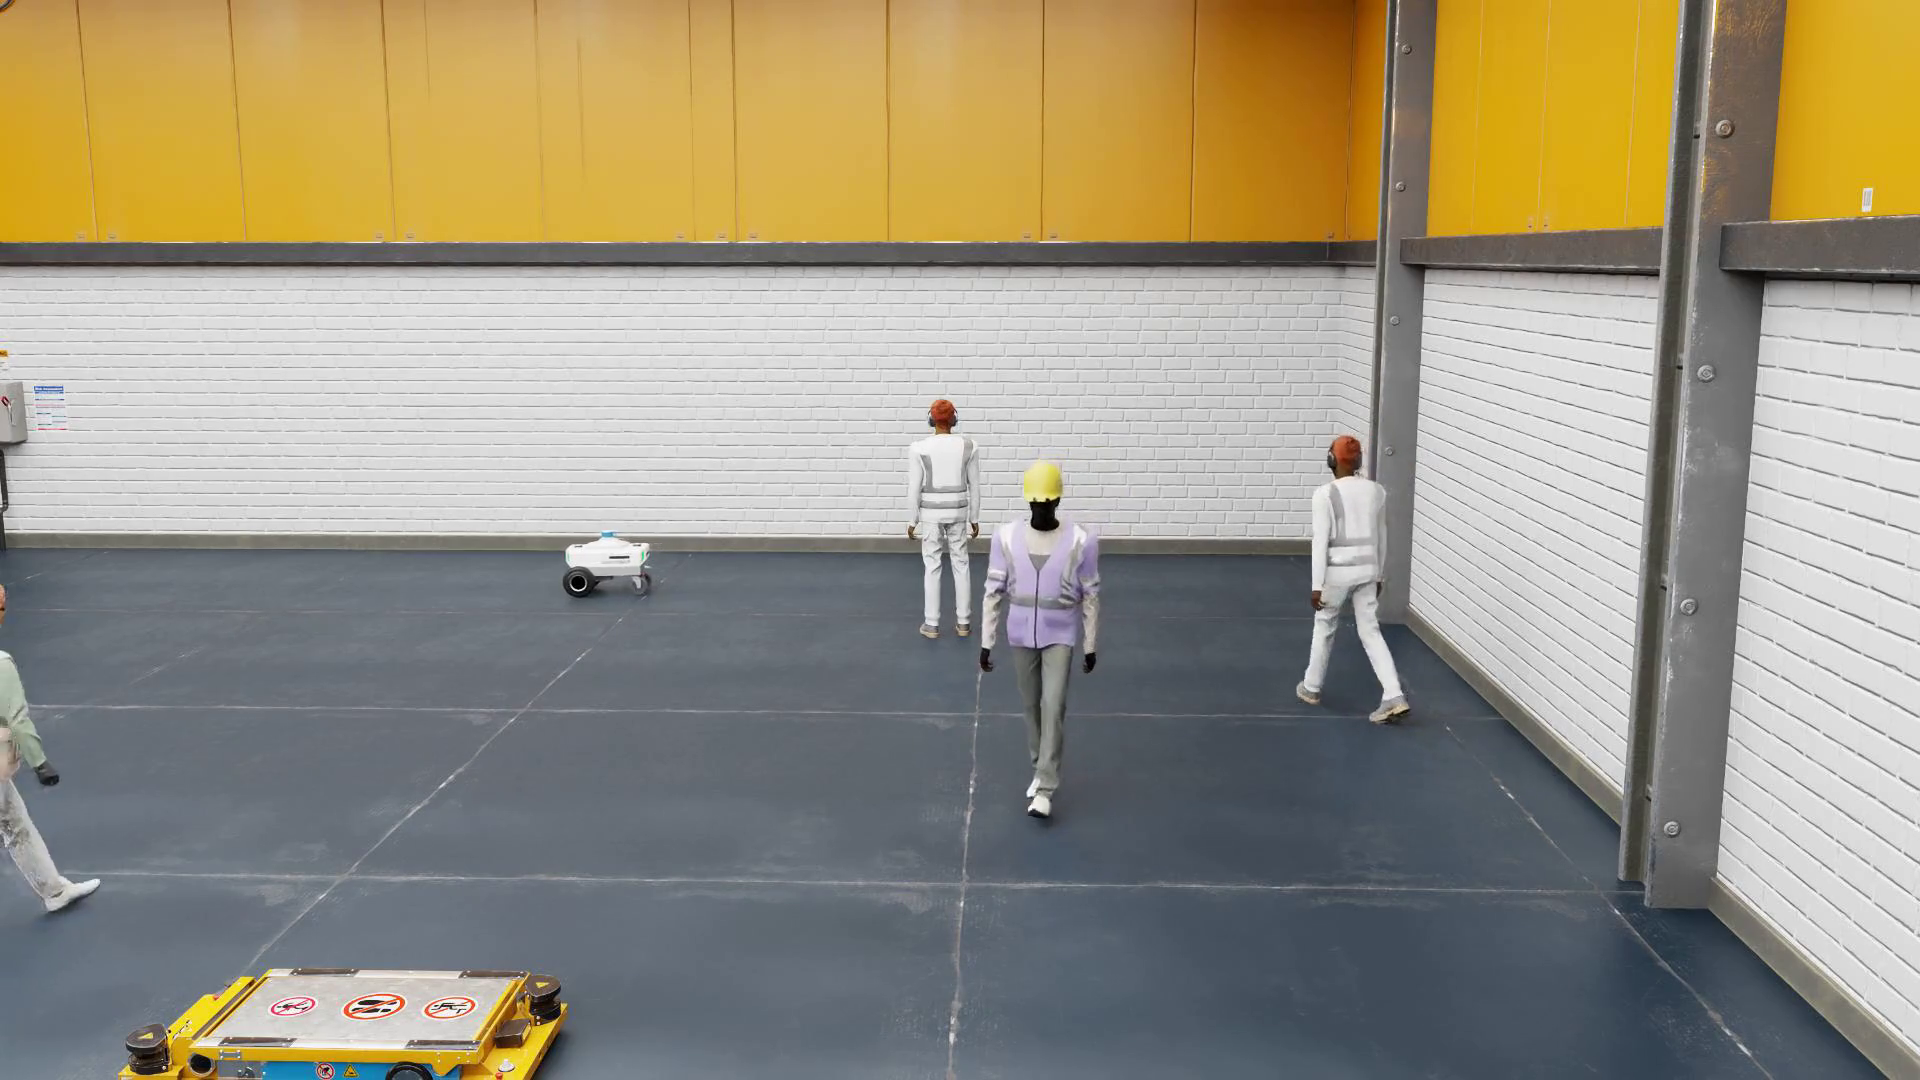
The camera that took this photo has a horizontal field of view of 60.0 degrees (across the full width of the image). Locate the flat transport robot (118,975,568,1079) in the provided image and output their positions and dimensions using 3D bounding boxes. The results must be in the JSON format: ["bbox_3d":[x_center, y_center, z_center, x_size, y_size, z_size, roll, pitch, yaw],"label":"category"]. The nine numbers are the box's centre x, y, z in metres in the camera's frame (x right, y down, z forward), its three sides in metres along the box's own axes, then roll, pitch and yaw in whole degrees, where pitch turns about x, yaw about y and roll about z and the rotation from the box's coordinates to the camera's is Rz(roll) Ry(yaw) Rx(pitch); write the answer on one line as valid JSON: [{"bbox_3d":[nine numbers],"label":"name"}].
[{"bbox_3d":[-2.249,1.820,6.161,1.431,0.197,0.652,0,10,2],"label":"flat transport robot"}]

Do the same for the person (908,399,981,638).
[{"bbox_3d":[-0.125,-0.169,13.087,0.583,1.882,0.337,-2,10,-12],"label":"person"}]

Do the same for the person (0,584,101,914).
[{"bbox_3d":[-4.218,0.975,7.228,0.507,1.594,0.876,7,12,36],"label":"person"}]

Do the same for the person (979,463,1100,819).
[{"bbox_3d":[0.408,0.541,8.900,0.609,1.889,0.913,3,10,17],"label":"person"}]

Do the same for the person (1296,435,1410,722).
[{"bbox_3d":[2.557,0.250,10.818,0.629,1.837,0.983,-4,10,-22],"label":"person"}]

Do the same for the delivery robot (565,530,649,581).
[{"bbox_3d":[-3.125,0.156,14.782,0.707,0.478,0.477,-1,10,-3],"label":"delivery robot"}]
